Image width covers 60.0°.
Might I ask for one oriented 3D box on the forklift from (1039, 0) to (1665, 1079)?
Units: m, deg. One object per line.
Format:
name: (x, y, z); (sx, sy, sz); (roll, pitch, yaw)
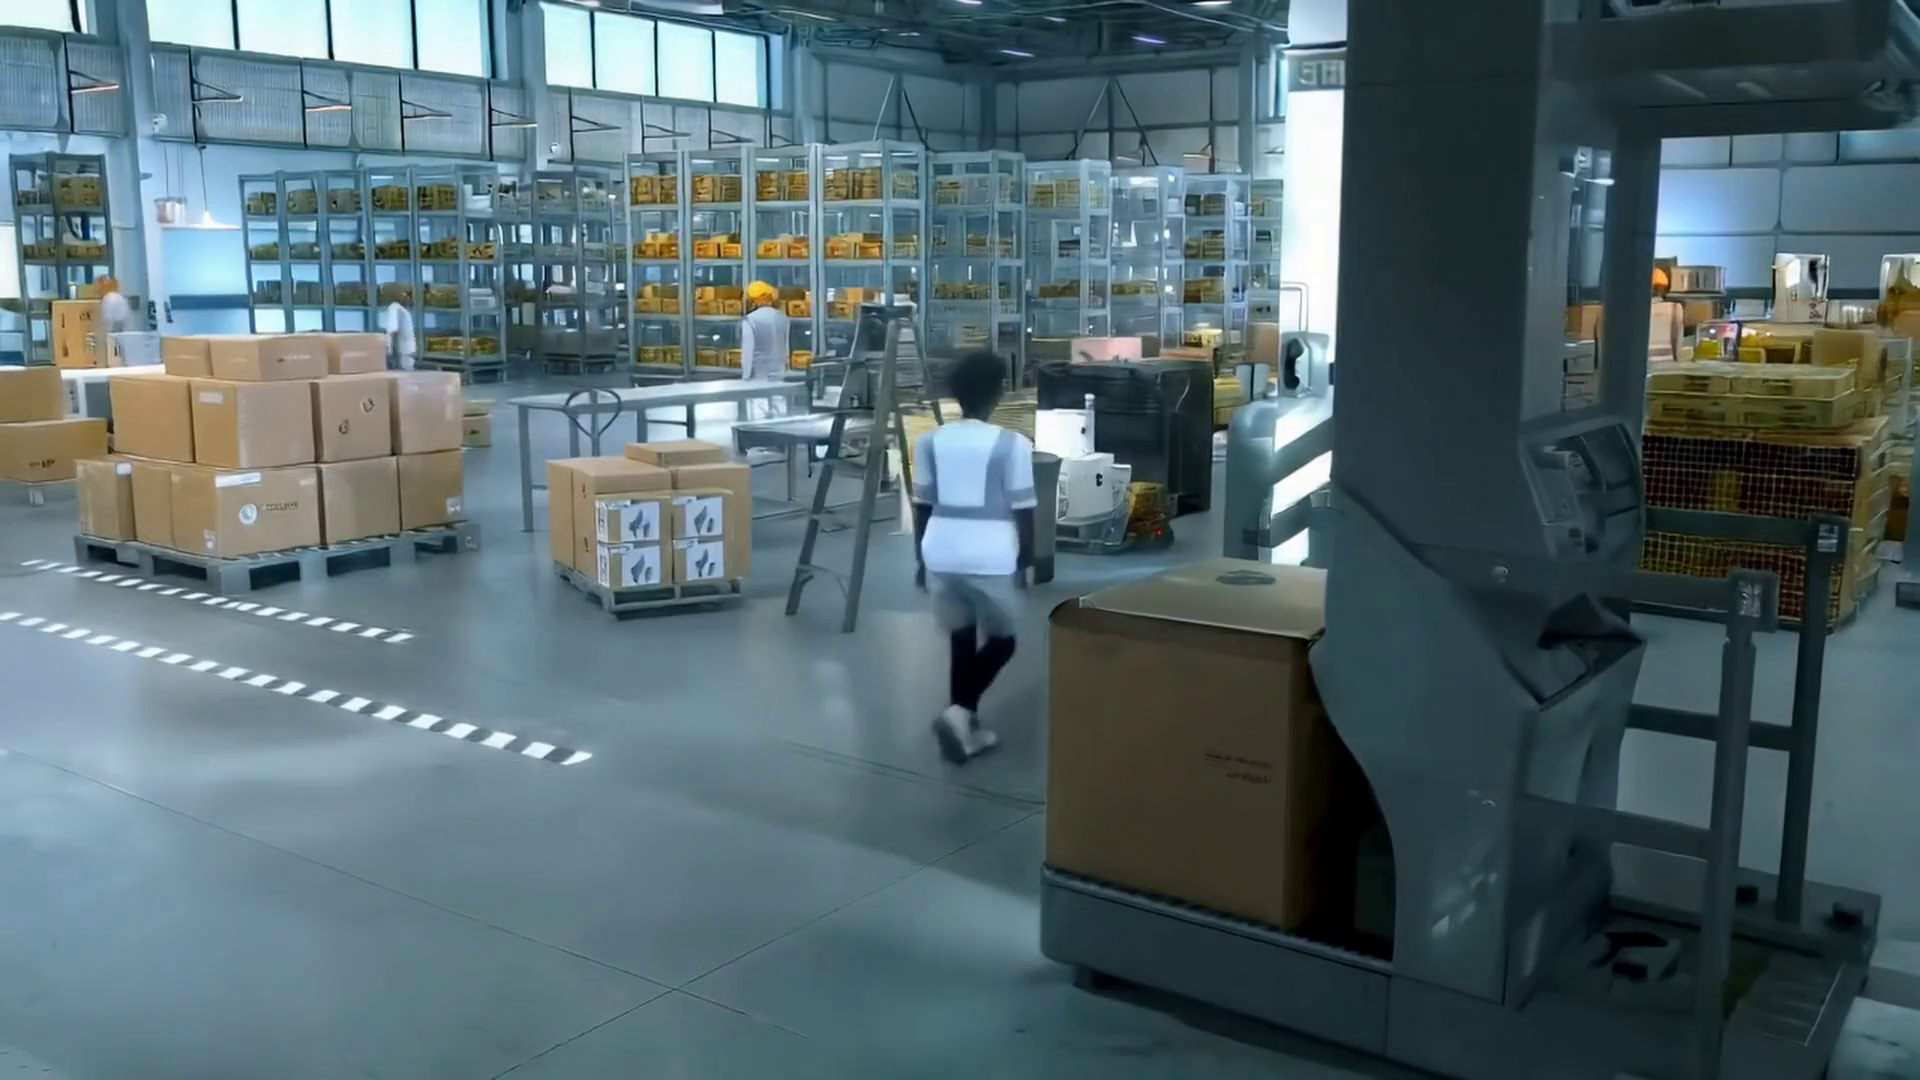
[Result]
forklift: (1.249, -0.137, 4.360); (1.873, 2.768, 1.129); (7, 12, 35)

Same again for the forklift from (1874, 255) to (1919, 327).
forklift: (22.089, -5.634, 38.796); (1.157, 1.987, 2.680); (6, 11, 33)

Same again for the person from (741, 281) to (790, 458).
person: (-1.990, -1.701, 16.820); (0.403, 1.822, 0.586); (9, 13, 44)

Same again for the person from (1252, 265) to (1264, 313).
person: (8.323, -6.738, 46.421); (0.646, 1.949, 0.970); (-5, 11, -26)

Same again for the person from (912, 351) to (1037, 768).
person: (0.020, 0.097, 6.549); (0.548, 1.678, 0.578); (5, 11, 28)

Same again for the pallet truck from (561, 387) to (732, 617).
pallet truck: (-1.981, -0.274, 10.088); (0.680, 1.201, 1.601); (-5, 11, -28)

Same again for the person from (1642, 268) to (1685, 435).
person: (6.844, -1.708, 16.487); (0.601, 1.948, 0.386); (0, 10, -1)

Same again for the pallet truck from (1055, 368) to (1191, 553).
pallet truck: (0.845, -0.609, 11.869); (1.630, 1.274, 0.653); (7, 12, 35)

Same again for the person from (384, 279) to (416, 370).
person: (-6.533, -2.114, 19.305); (0.861, 1.818, 0.580); (-2, 10, -12)

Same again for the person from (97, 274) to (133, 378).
person: (-10.886, -2.482, 21.404); (1.012, 1.851, 0.664); (-1, 10, -3)

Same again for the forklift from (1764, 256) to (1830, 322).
forklift: (20.253, -5.854, 40.139); (1.157, 1.987, 2.680); (7, 12, 35)

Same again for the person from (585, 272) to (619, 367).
person: (-6.831, -4.164, 31.545); (0.802, 1.799, 0.628); (5, 11, 27)
